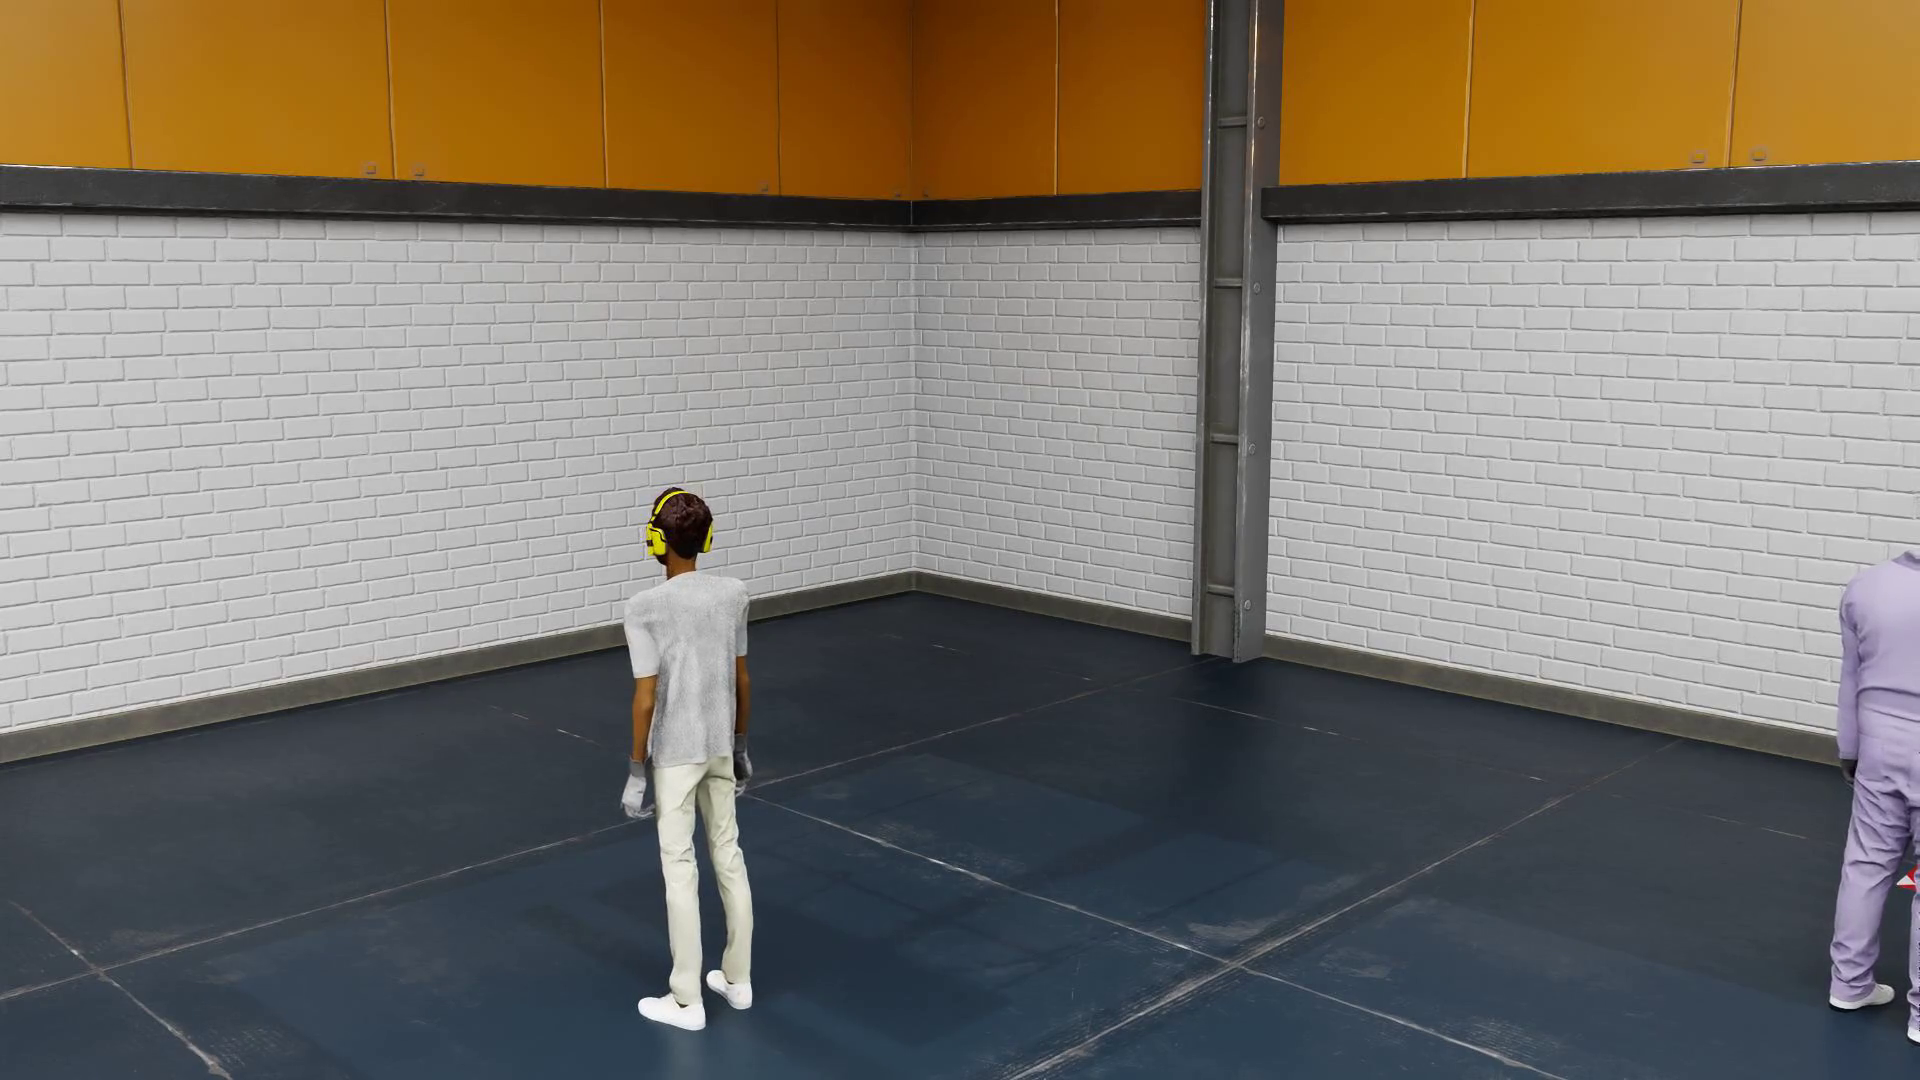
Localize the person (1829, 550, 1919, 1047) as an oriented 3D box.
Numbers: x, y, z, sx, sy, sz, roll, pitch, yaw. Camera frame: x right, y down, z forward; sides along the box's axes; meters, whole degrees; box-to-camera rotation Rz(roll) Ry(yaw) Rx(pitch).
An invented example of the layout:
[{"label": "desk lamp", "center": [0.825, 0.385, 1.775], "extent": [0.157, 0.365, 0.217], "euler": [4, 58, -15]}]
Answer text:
[{"label": "person", "center": [3.293, 0.753, 5.636], "extent": [0.403, 1.900, 0.647], "euler": [-5, 10, -27]}]

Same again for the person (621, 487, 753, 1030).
[{"label": "person", "center": [-0.942, 0.751, 5.729], "extent": [0.519, 1.873, 0.335], "euler": [-9, 13, -43]}]
